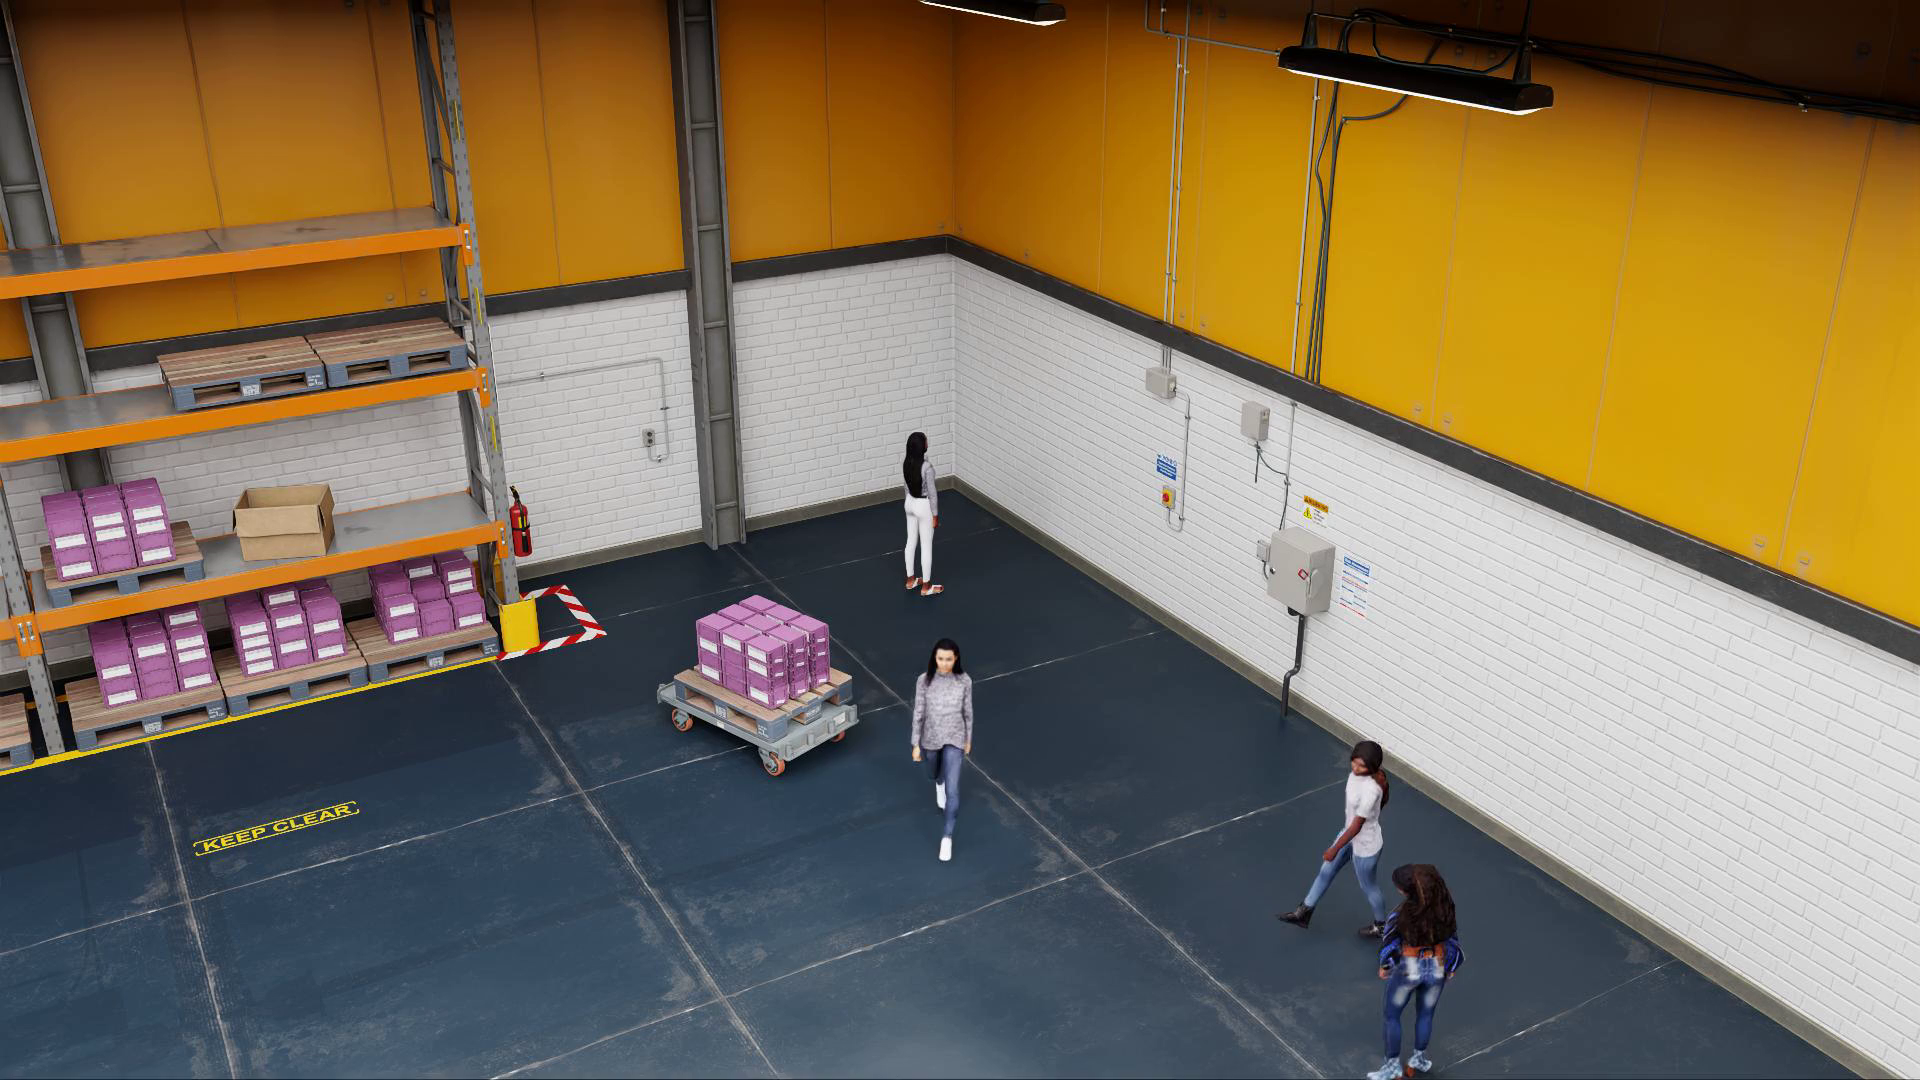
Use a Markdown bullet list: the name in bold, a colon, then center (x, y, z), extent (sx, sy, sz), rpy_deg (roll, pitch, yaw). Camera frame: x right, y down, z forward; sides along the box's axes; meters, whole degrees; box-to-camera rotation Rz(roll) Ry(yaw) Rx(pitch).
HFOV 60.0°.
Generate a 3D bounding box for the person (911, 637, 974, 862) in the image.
- **person**: center (-0.128, 1.507, 12.824), extent (1.184, 1.697, 1.113), rpy_deg (2, 24, 4)

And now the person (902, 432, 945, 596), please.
- **person**: center (-0.403, -0.289, 16.899), extent (0.591, 1.724, 0.636), rpy_deg (-20, 31, -38)

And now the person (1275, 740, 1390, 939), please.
- **person**: center (2.839, 2.114, 11.463), extent (1.163, 1.675, 0.949), rpy_deg (1, 24, 2)

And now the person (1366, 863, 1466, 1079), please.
- **person**: center (2.866, 2.669, 10.277), extent (0.685, 1.608, 0.825), rpy_deg (6, 24, 13)
